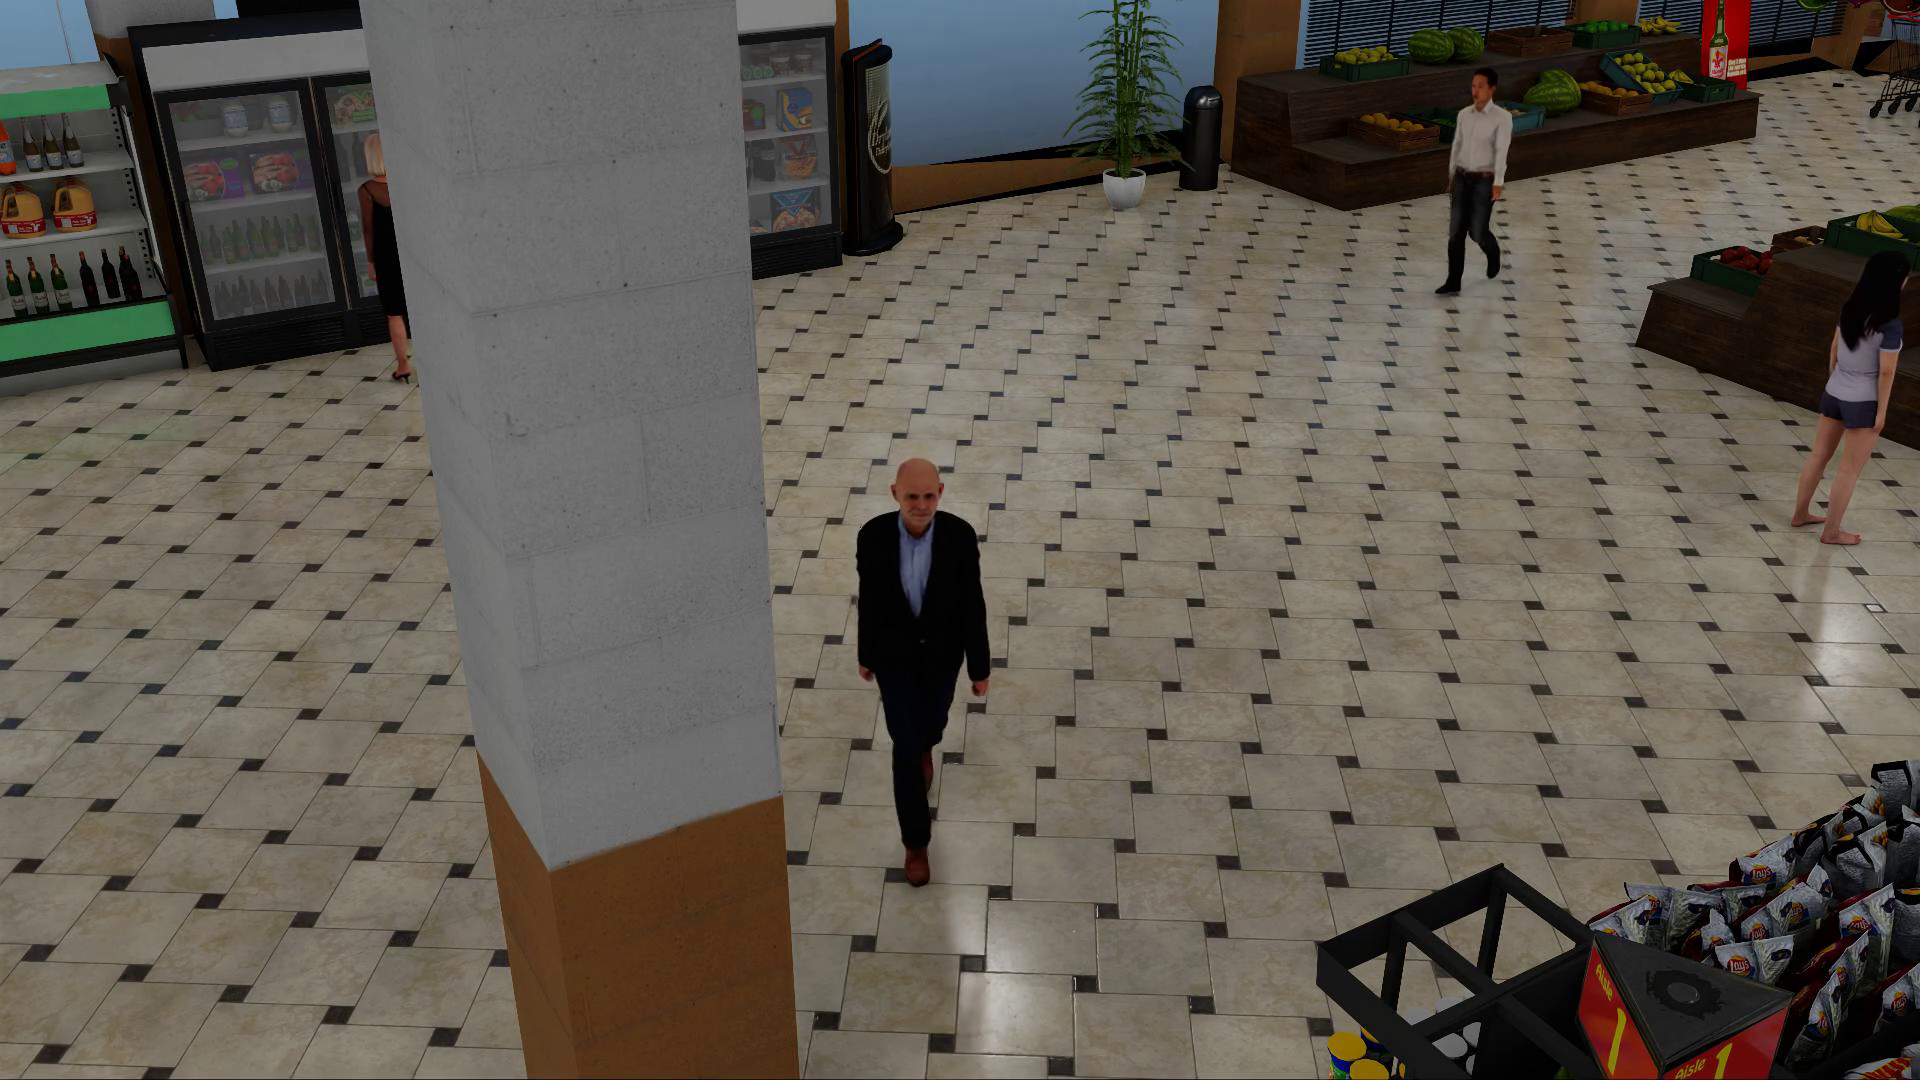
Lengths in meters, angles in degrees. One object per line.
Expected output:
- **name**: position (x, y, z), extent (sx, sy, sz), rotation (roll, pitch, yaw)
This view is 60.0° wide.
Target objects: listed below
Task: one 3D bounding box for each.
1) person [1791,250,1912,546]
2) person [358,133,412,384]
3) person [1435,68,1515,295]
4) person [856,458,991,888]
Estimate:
- **person**: position (5.046, -0.812, 9.383), extent (0.608, 1.706, 0.650), rotation (-7, 28, -13)
- **person**: position (-3.913, -1.952, 11.591), extent (0.534, 1.743, 0.686), rotation (-24, 36, -39)
- **person**: position (4.184, -2.860, 13.326), extent (0.989, 1.794, 0.782), rotation (-22, 34, -36)
- **person**: position (-0.174, 0.434, 6.855), extent (1.219, 1.770, 1.081), rotation (-2, 27, -5)
